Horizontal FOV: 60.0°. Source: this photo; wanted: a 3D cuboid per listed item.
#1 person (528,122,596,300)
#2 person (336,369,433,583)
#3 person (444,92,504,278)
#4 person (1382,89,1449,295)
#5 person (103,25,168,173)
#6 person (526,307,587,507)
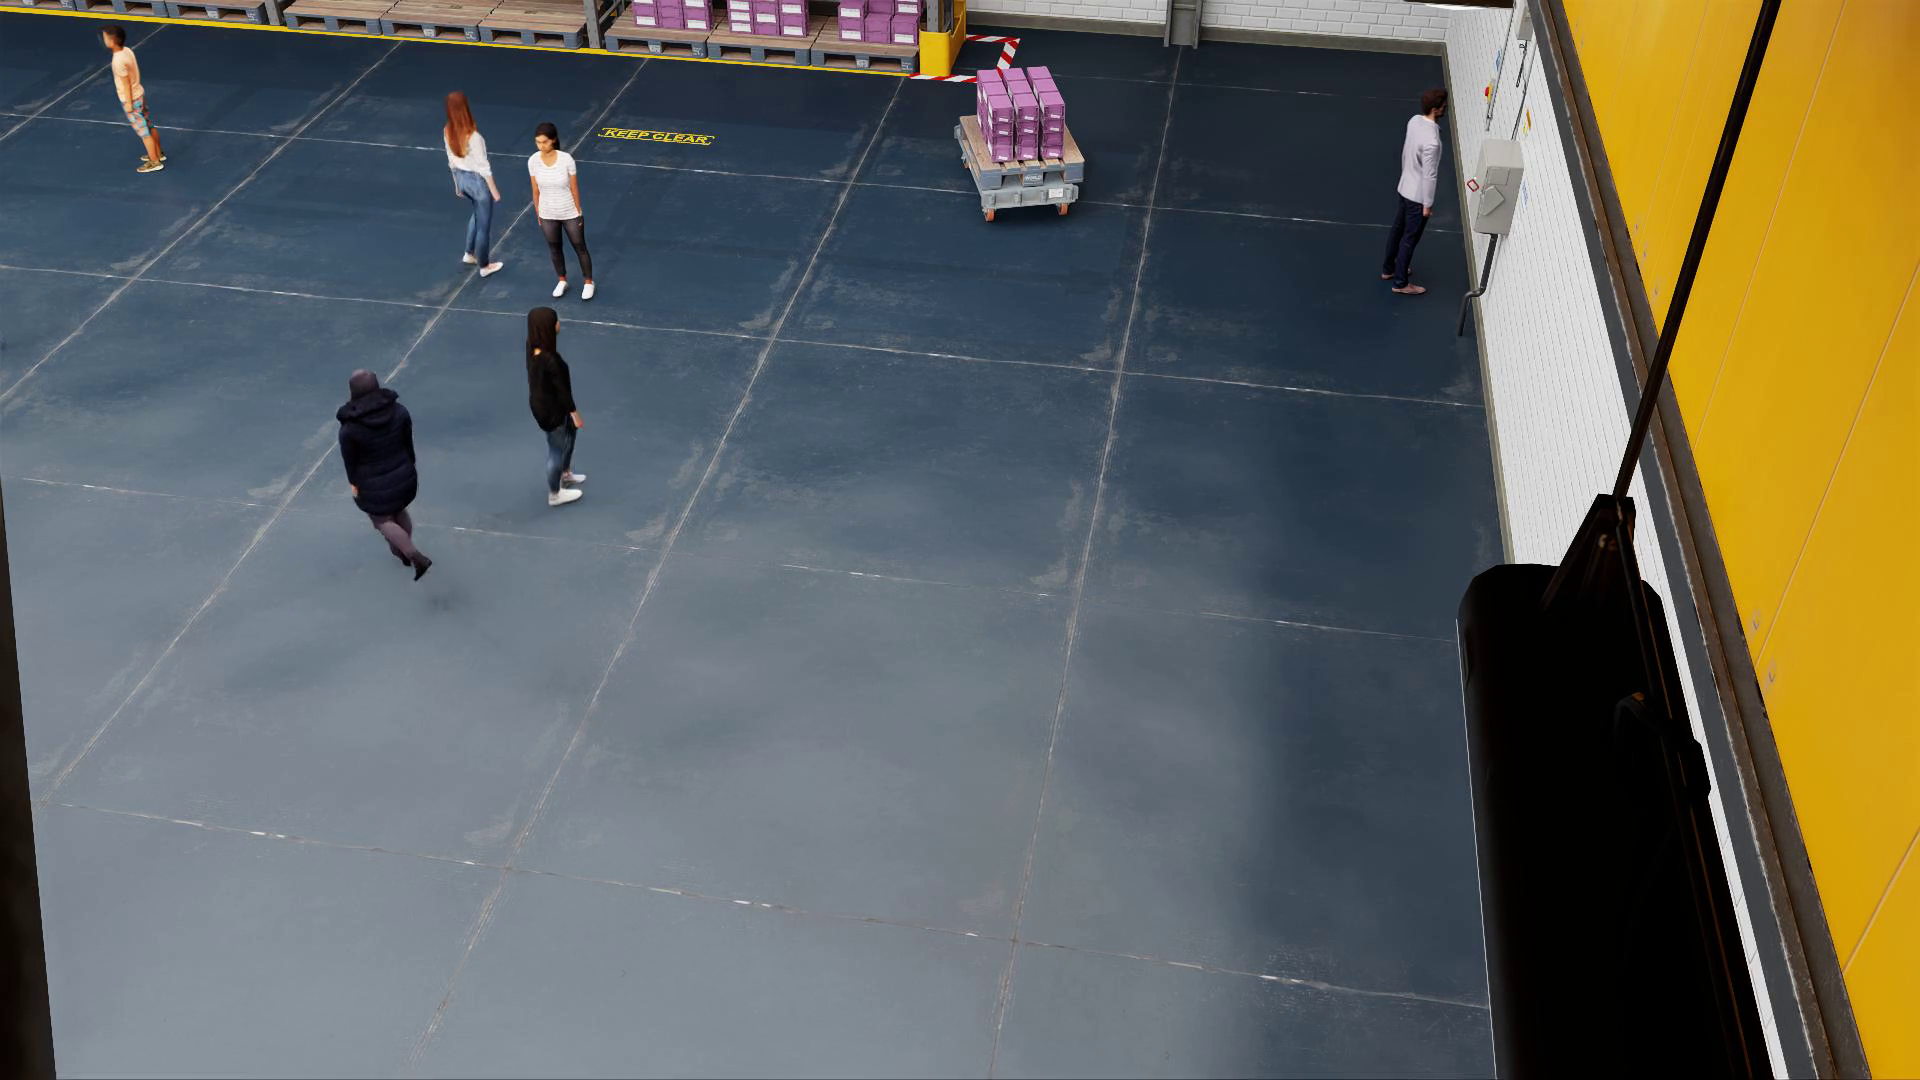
[{"bbox_3d":[-3.466,-2.846,14.412,0.494,1.638,0.644,1,39,2],"label":"person"},{"bbox_3d":[-3.892,-0.405,11.338,1.018,1.659,0.910,31,48,33],"label":"person"},{"bbox_3d":[-4.348,-3.093,14.656,0.694,1.719,0.762,25,45,28],"label":"person"},{"bbox_3d":[3.979,-3.060,14.509,0.679,1.850,0.745,-5,39,-6],"label":"person"},{"bbox_3d":[-8.196,-4.398,16.496,0.594,1.461,0.585,-7,39,-9],"label":"person"},{"bbox_3d":[-3.025,-0.938,12.026,0.768,1.635,0.710,-23,44,-26],"label":"person"}]
